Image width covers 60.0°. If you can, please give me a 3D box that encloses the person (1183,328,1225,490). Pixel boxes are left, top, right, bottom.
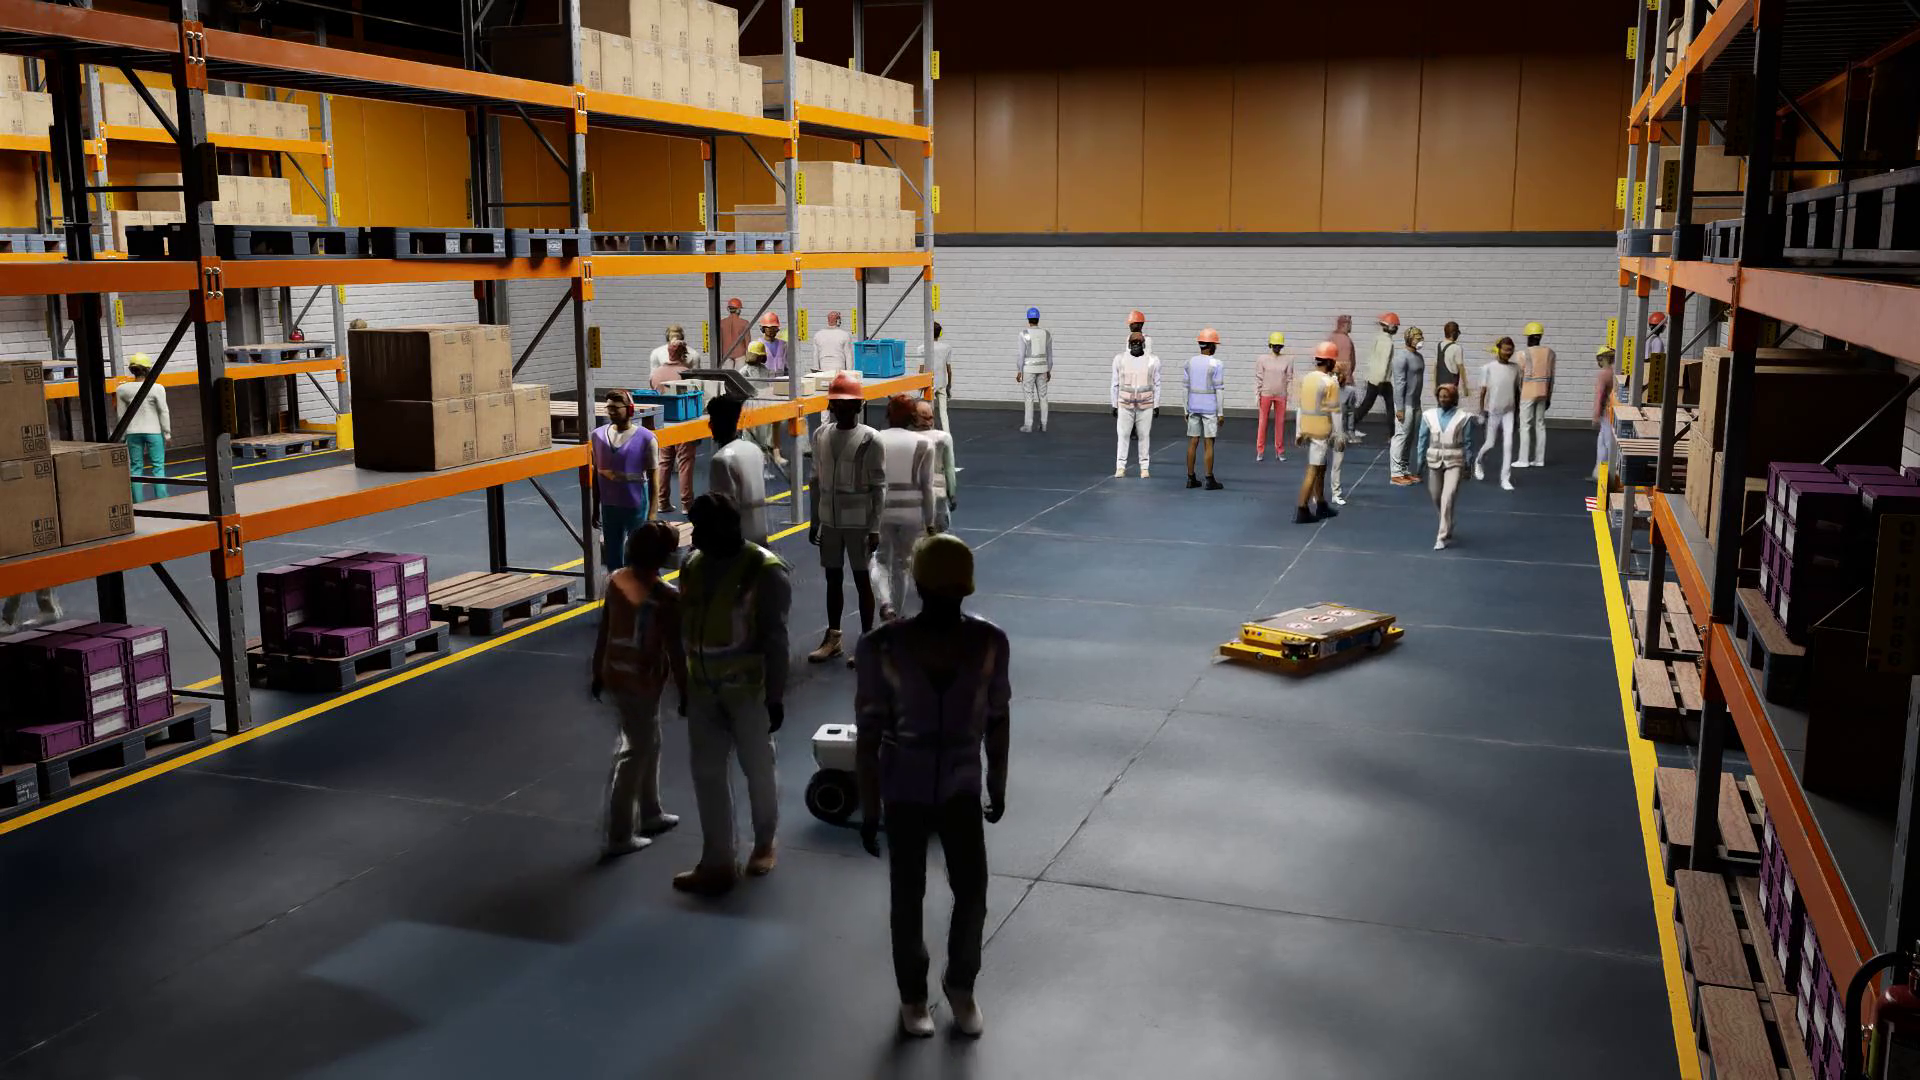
[{"bbox_3d":[2.937,-1.567,19.939,0.550,1.933,0.373,9,13,41],"label":"person"}]

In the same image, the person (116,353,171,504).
[{"bbox_3d":[-8.834,-1.145,18.049,0.533,1.765,0.330,-1,10,-5],"label":"person"}]

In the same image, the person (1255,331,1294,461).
[{"bbox_3d":[4.255,-1.944,22.550,0.523,1.766,0.315,0,10,0],"label":"person"}]

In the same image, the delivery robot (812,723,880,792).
[{"bbox_3d":[-0.392,1.095,8.573,0.707,0.478,0.477,1,10,8],"label":"delivery robot"}]

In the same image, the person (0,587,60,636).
[{"bbox_3d":[-7.191,-0.195,12.530,0.521,1.831,0.833,4,11,21],"label":"person"}]

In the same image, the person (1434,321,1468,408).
[{"bbox_3d":[6.978,-2.198,23.766,0.362,1.833,0.524,-5,11,-25],"label":"person"}]

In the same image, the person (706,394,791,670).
[{"bbox_3d":[-1.586,-0.048,11.456,0.986,1.903,0.593,5,11,27],"label":"person"}]

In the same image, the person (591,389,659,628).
[{"bbox_3d":[-2.549,-0.237,12.699,0.563,1.848,0.391,4,11,20],"label":"person"}]

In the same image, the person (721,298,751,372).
[{"bbox_3d":[-3.954,-3.257,29.298,0.621,1.989,0.398,2,10,13],"label":"person"}]

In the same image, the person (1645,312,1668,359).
[{"bbox_3d":[10.277,-2.409,24.663,0.345,1.942,0.547,0,10,-1],"label":"person"}]

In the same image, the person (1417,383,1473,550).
[{"bbox_3d":[4.756,-0.745,16.243,0.526,1.612,0.769,7,12,33],"label":"person"}]

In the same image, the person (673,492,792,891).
[{"bbox_3d":[-1.029,0.686,7.623,0.707,1.810,0.614,6,12,29],"label":"person"}]

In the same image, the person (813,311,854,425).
[{"bbox_3d":[-1.940,-2.597,25.826,0.649,1.906,0.401,4,11,21],"label":"person"}]

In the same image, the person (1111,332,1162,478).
[{"bbox_3d":[2.216,-1.696,20.936,0.624,1.844,0.430,1,10,6],"label":"person"}]

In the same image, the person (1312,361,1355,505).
[{"bbox_3d":[4.195,-1.200,18.726,0.507,1.631,0.280,-1,10,-8],"label":"person"}]

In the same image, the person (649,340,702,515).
[{"bbox_3d":[-3.064,-1.224,18.135,0.637,1.898,0.395,5,11,27],"label":"person"}]

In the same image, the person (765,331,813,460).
[{"bbox_3d":[-2.349,-2.003,22.800,0.857,1.799,0.595,9,14,43],"label":"person"}]

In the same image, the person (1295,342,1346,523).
[{"bbox_3d":[3.859,-1.131,17.560,0.796,1.903,0.568,-5,11,-26],"label":"person"}]

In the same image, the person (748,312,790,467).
[{"bbox_3d":[-2.502,-1.992,22.032,0.608,2.044,0.371,-7,12,-34],"label":"person"}]

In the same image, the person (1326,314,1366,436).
[{"bbox_3d":[5.773,-2.502,25.371,0.857,1.882,0.661,-2,10,-14],"label":"person"}]

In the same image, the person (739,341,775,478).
[{"bbox_3d":[-2.529,-1.611,20.734,0.300,1.742,0.486,8,13,38],"label":"person"}]

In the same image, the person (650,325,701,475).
[{"bbox_3d":[-3.591,-1.764,21.115,0.662,1.906,0.885,-2,10,-11],"label":"person"}]

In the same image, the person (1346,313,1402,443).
[{"bbox_3d":[6.146,-2.376,24.506,1.017,1.943,0.623,-1,10,-7],"label":"person"}]

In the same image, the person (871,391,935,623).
[{"bbox_3d":[-0.474,-0.160,12.260,0.597,1.860,0.587,-1,10,-3],"label":"person"}]

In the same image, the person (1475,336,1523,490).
[{"bbox_3d":[6.525,-1.552,20.151,0.528,1.846,0.781,0,10,-3],"label":"person"}]

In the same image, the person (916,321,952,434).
[{"bbox_3d":[-0.363,-2.106,23.191,0.521,1.862,0.335,-3,11,-17],"label":"person"}]

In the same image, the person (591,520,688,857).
[{"bbox_3d":[-1.502,0.705,8.050,0.536,1.605,0.638,9,14,42],"label":"person"}]

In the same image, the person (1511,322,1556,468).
[{"bbox_3d":[7.539,-1.906,21.909,0.589,1.919,0.400,-3,10,-16],"label":"person"}]

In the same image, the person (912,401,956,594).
[{"bbox_3d":[-0.296,-0.356,14.007,0.533,1.609,0.417,1,10,5],"label":"person"}]

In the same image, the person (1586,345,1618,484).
[{"bbox_3d":[7.834,-1.491,20.118,0.604,1.718,0.589,9,14,43],"label":"person"}]

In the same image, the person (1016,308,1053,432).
[{"bbox_3d":[1.161,-2.659,26.061,0.614,1.943,0.397,-5,11,-25],"label":"person"}]

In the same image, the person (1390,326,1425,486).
[{"bbox_3d":[5.484,-1.640,20.341,0.355,1.938,0.637,8,13,36],"label":"person"}]

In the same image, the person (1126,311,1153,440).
[{"bbox_3d":[2.645,-2.470,25.018,0.361,1.940,0.543,-7,12,-34],"label":"person"}]

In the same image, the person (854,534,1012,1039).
[{"bbox_3d":[-0.093,0.908,6.084,0.603,1.904,0.500,-2,10,-11],"label":"person"}]

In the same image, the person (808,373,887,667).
[{"bbox_3d":[-0.799,-0.137,11.570,0.607,2.048,0.365,5,11,28],"label":"person"}]

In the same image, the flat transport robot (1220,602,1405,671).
[{"bbox_3d":[2.560,0.676,11.992,0.652,0.197,1.431,9,14,43],"label":"flat transport robot"}]

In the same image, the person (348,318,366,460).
[{"bbox_3d":[-8.113,-2.050,22.654,0.355,1.936,0.635,1,10,7],"label":"person"}]
